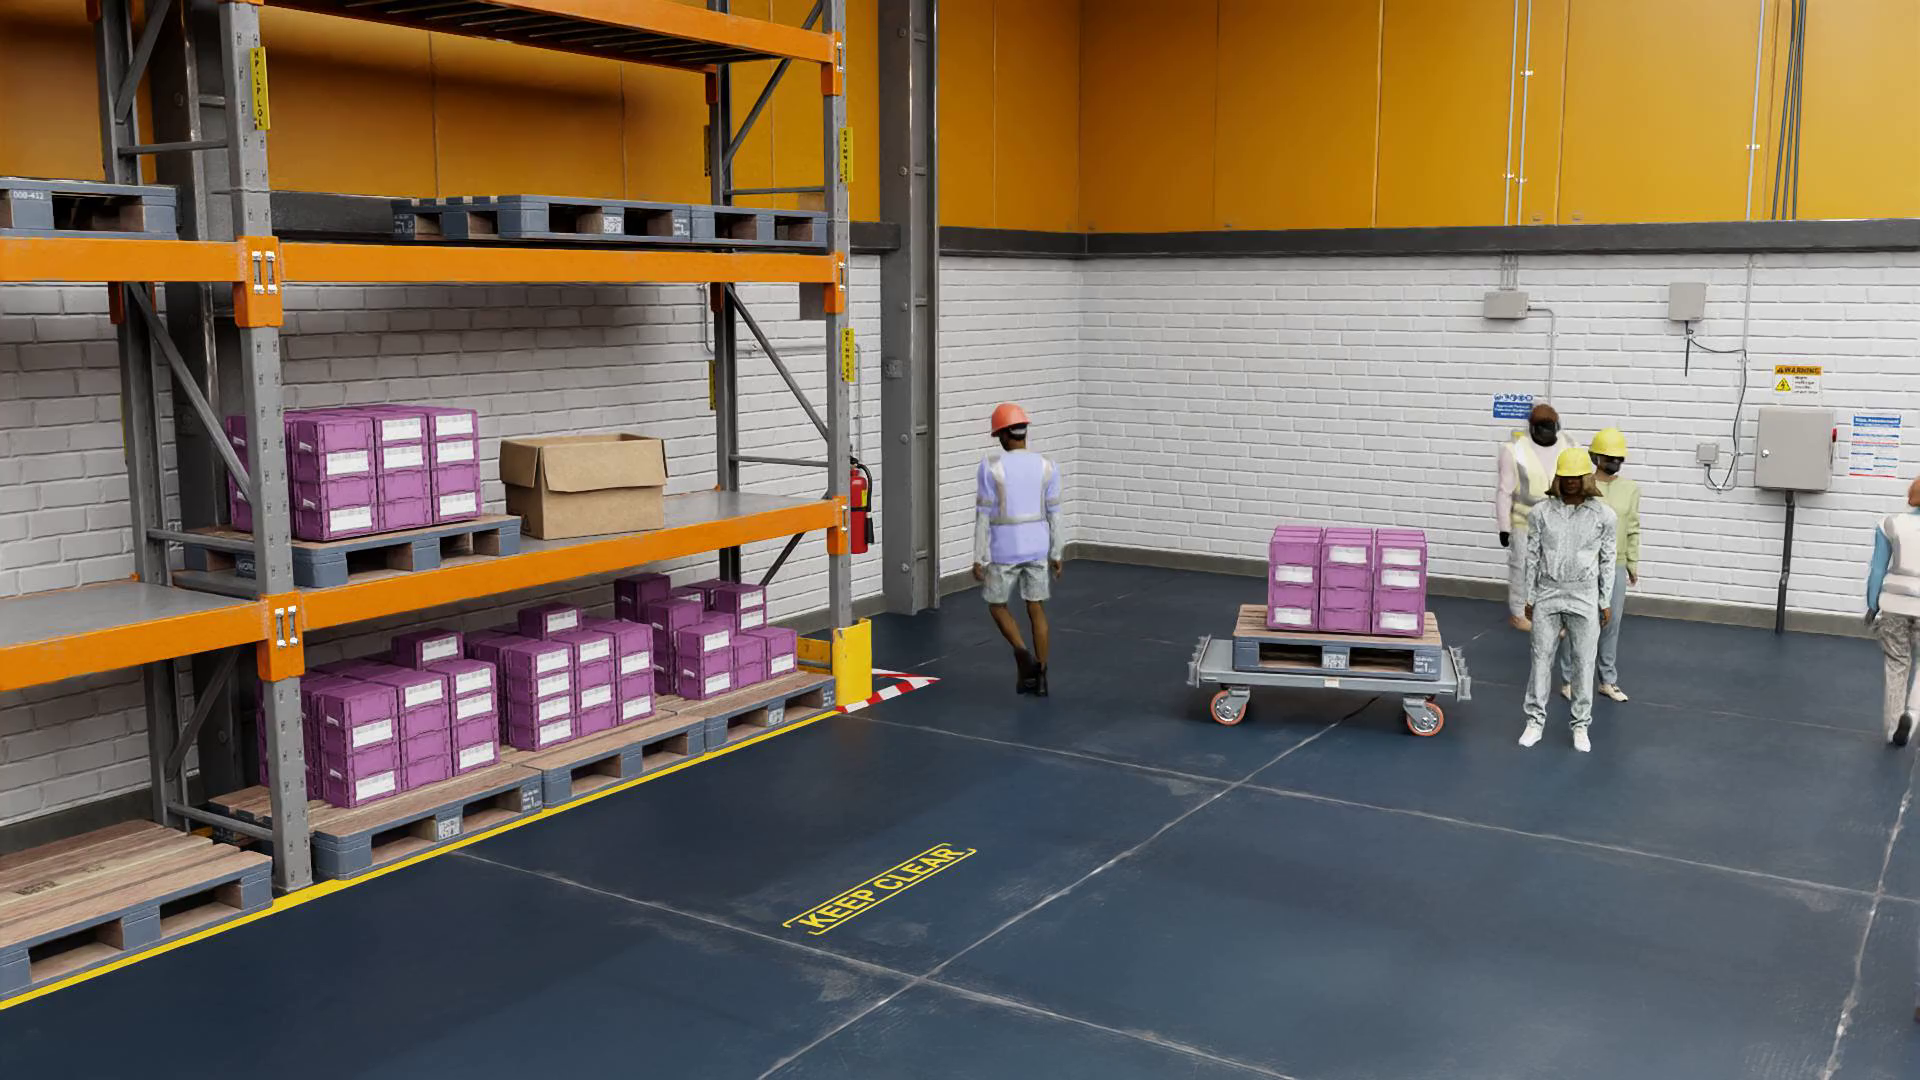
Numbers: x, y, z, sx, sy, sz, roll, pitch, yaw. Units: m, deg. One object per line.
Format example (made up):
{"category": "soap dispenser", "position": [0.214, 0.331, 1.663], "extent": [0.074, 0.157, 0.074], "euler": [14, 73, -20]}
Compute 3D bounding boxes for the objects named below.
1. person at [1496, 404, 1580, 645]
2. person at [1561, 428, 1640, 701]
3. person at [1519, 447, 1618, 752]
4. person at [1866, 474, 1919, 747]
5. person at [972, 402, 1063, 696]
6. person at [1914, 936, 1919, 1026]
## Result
{"category": "person", "position": [4.319, -0.128, 12.418], "extent": [0.631, 1.775, 1.022], "euler": [1, 9, 5]}
{"category": "person", "position": [4.068, 0.165, 10.563], "extent": [0.530, 1.760, 0.335], "euler": [-2, 9, -10]}
{"category": "person", "position": [3.464, 0.339, 9.477], "extent": [0.488, 1.743, 0.321], "euler": [4, 10, 24]}
{"category": "person", "position": [5.395, 0.411, 9.394], "extent": [0.535, 1.614, 0.583], "euler": [7, 11, 38]}
{"category": "person", "position": [0.384, 0.080, 10.640], "extent": [0.633, 1.902, 0.579], "euler": [-3, 9, -19]}
{"category": "person", "position": [3.678, 0.827, 5.813], "extent": [0.679, 1.902, 0.402], "euler": [-4, 10, -25]}
